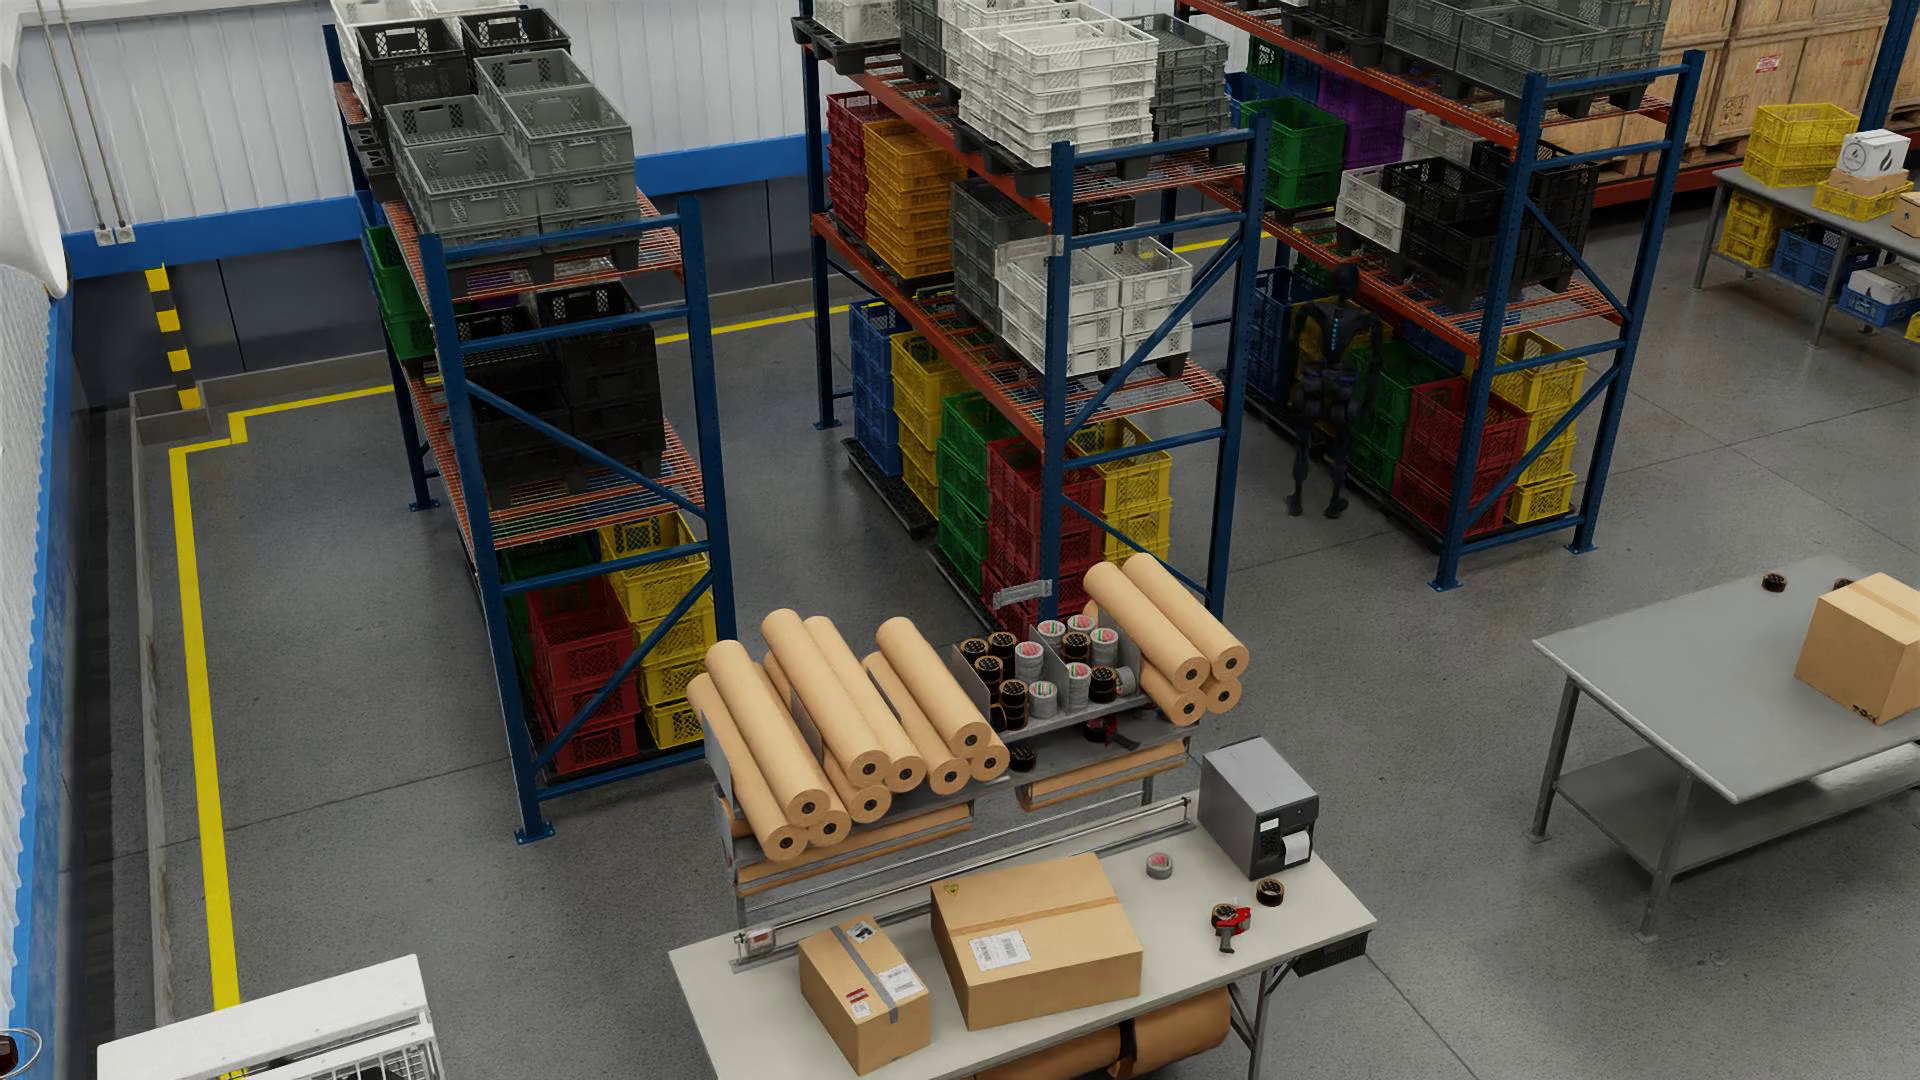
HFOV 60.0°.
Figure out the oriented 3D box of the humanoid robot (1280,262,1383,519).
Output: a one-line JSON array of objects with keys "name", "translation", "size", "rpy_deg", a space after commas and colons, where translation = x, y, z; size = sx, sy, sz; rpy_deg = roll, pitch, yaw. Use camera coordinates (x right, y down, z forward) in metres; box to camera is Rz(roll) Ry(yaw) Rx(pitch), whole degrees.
[{"name": "humanoid robot", "translation": [2.240, -0.907, 10.101], "size": [0.605, 1.651, 0.353], "rpy_deg": [12, 34, 19]}]
